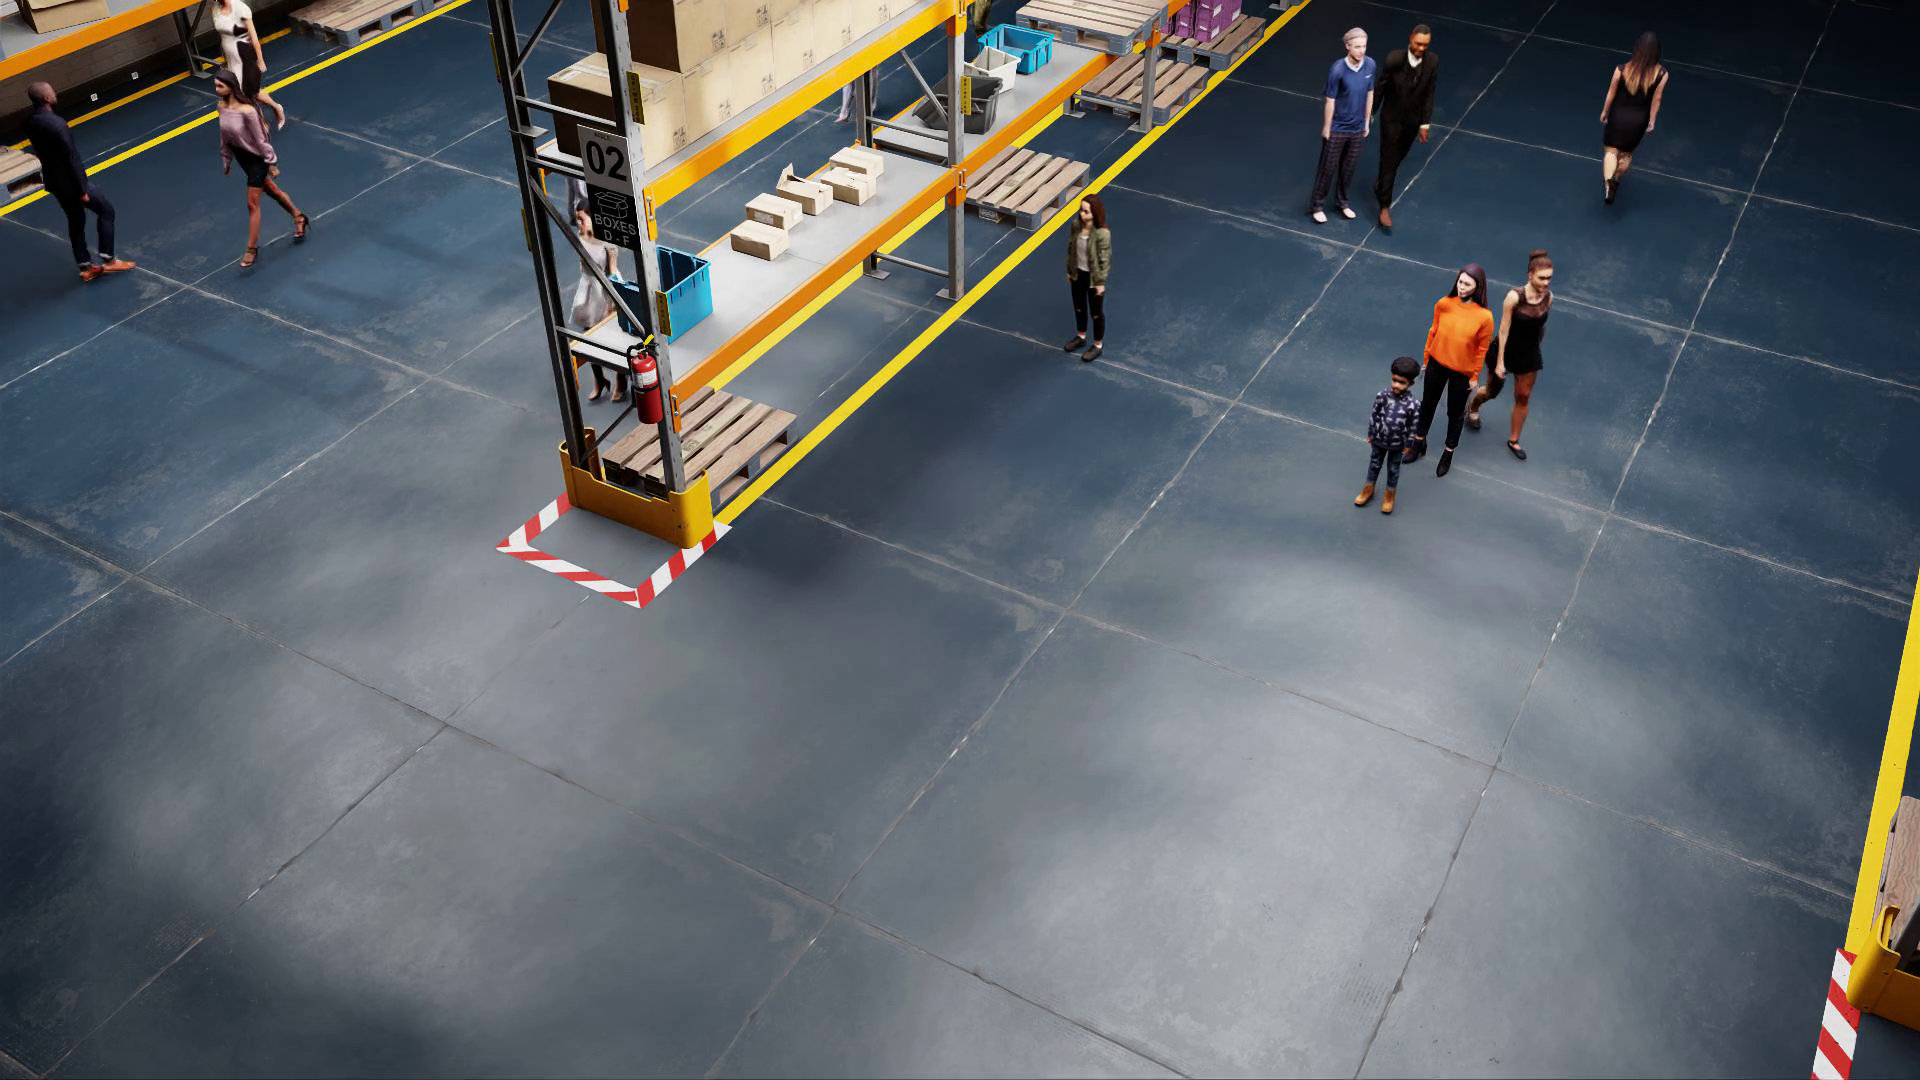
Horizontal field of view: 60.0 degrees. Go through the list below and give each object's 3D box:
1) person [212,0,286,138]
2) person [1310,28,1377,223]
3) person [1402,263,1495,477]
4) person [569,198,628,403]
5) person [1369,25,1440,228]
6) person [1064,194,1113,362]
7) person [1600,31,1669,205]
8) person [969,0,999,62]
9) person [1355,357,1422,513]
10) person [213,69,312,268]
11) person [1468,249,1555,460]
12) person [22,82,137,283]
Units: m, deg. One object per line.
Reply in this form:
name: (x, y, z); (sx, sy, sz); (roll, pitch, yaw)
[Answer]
person: (-7.250, -4.925, 16.965); (0.658, 1.744, 0.776); (16, 41, 19)
person: (3.590, -3.886, 15.561); (0.705, 1.870, 0.783); (-12, 40, -15)
person: (3.669, -1.281, 12.397); (0.654, 1.749, 0.599); (27, 46, 30)
person: (-2.767, -1.907, 13.165); (0.635, 1.768, 0.653); (21, 43, 24)
person: (4.157, -3.998, 15.715); (1.152, 1.855, 1.399); (2, 39, 3)
person: (1.072, -2.183, 13.745); (0.613, 1.475, 0.569); (30, 47, 32)
person: (6.333, -3.919, 15.743); (0.802, 1.696, 1.002); (9, 39, 11)
person: (0.290, -6.157, 18.467); (0.749, 1.793, 0.743); (30, 48, 32)
person: (3.156, -0.781, 12.170); (0.495, 1.251, 0.500); (18, 42, 21)
person: (-6.317, -3.411, 15.057); (0.631, 1.757, 1.074); (20, 43, 24)
person: (4.196, -1.460, 12.690); (0.875, 1.663, 0.963); (-8, 39, -10)
person: (-7.921, -3.095, 14.630); (0.730, 1.797, 0.686); (25, 45, 28)
